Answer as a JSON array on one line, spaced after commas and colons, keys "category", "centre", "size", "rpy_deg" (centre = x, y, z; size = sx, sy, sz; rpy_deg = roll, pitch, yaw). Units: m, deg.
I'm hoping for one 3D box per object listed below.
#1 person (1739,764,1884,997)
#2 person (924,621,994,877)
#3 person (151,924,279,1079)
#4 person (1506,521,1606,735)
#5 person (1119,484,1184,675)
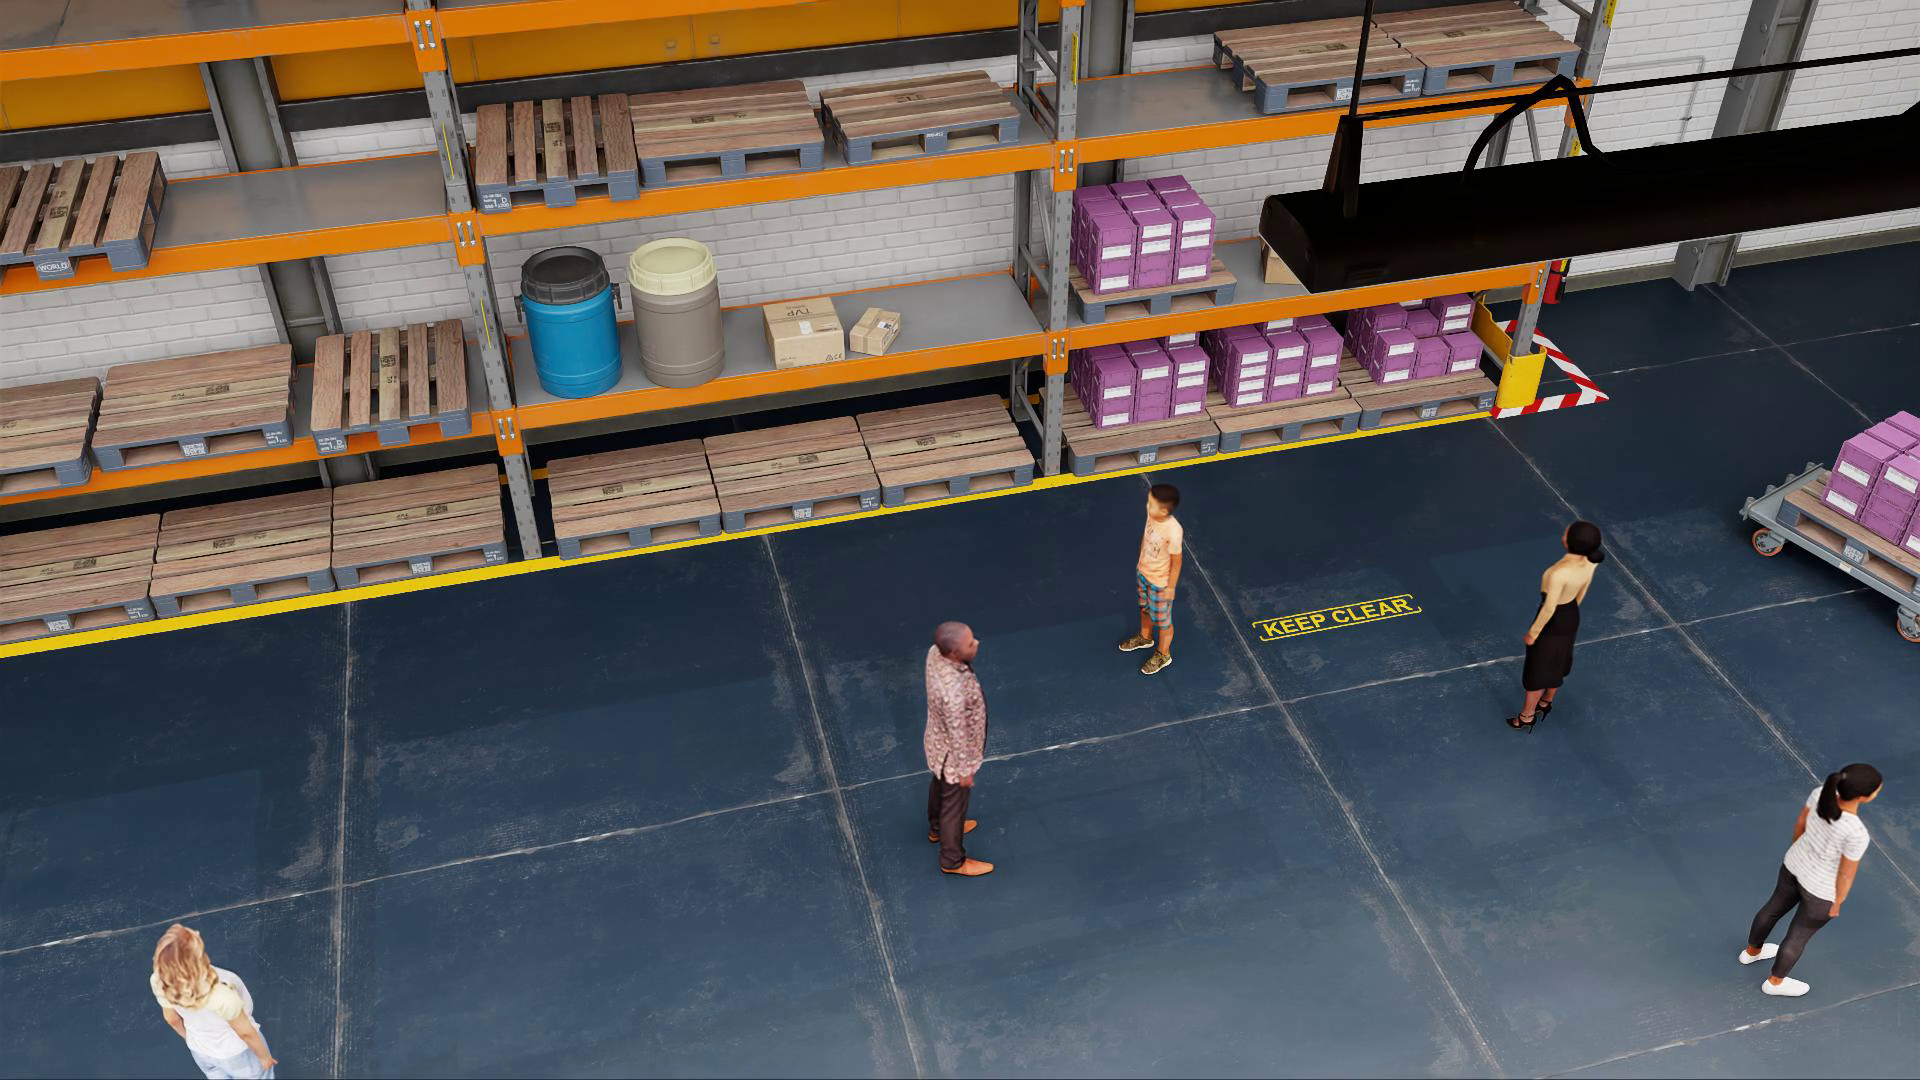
[{"category": "person", "centre": [4.542, 1.785, 8.853], "size": [0.533, 1.646, 0.575], "rpy_deg": [-7, 39, -9]}, {"category": "person", "centre": [-0.050, 1.169, 9.494], "size": [0.583, 1.807, 0.675], "rpy_deg": [-8, 39, -10]}, {"category": "person", "centre": [-3.518, 2.437, 7.974], "size": [0.651, 1.723, 0.769], "rpy_deg": [8, 39, 10]}, {"category": "person", "centre": [3.721, 0.539, 10.407], "size": [0.586, 1.653, 0.704], "rpy_deg": [-24, 45, -27]}, {"category": "person", "centre": [1.303, 0.224, 10.955], "size": [0.550, 1.460, 0.574], "rpy_deg": [-19, 42, -22]}]
